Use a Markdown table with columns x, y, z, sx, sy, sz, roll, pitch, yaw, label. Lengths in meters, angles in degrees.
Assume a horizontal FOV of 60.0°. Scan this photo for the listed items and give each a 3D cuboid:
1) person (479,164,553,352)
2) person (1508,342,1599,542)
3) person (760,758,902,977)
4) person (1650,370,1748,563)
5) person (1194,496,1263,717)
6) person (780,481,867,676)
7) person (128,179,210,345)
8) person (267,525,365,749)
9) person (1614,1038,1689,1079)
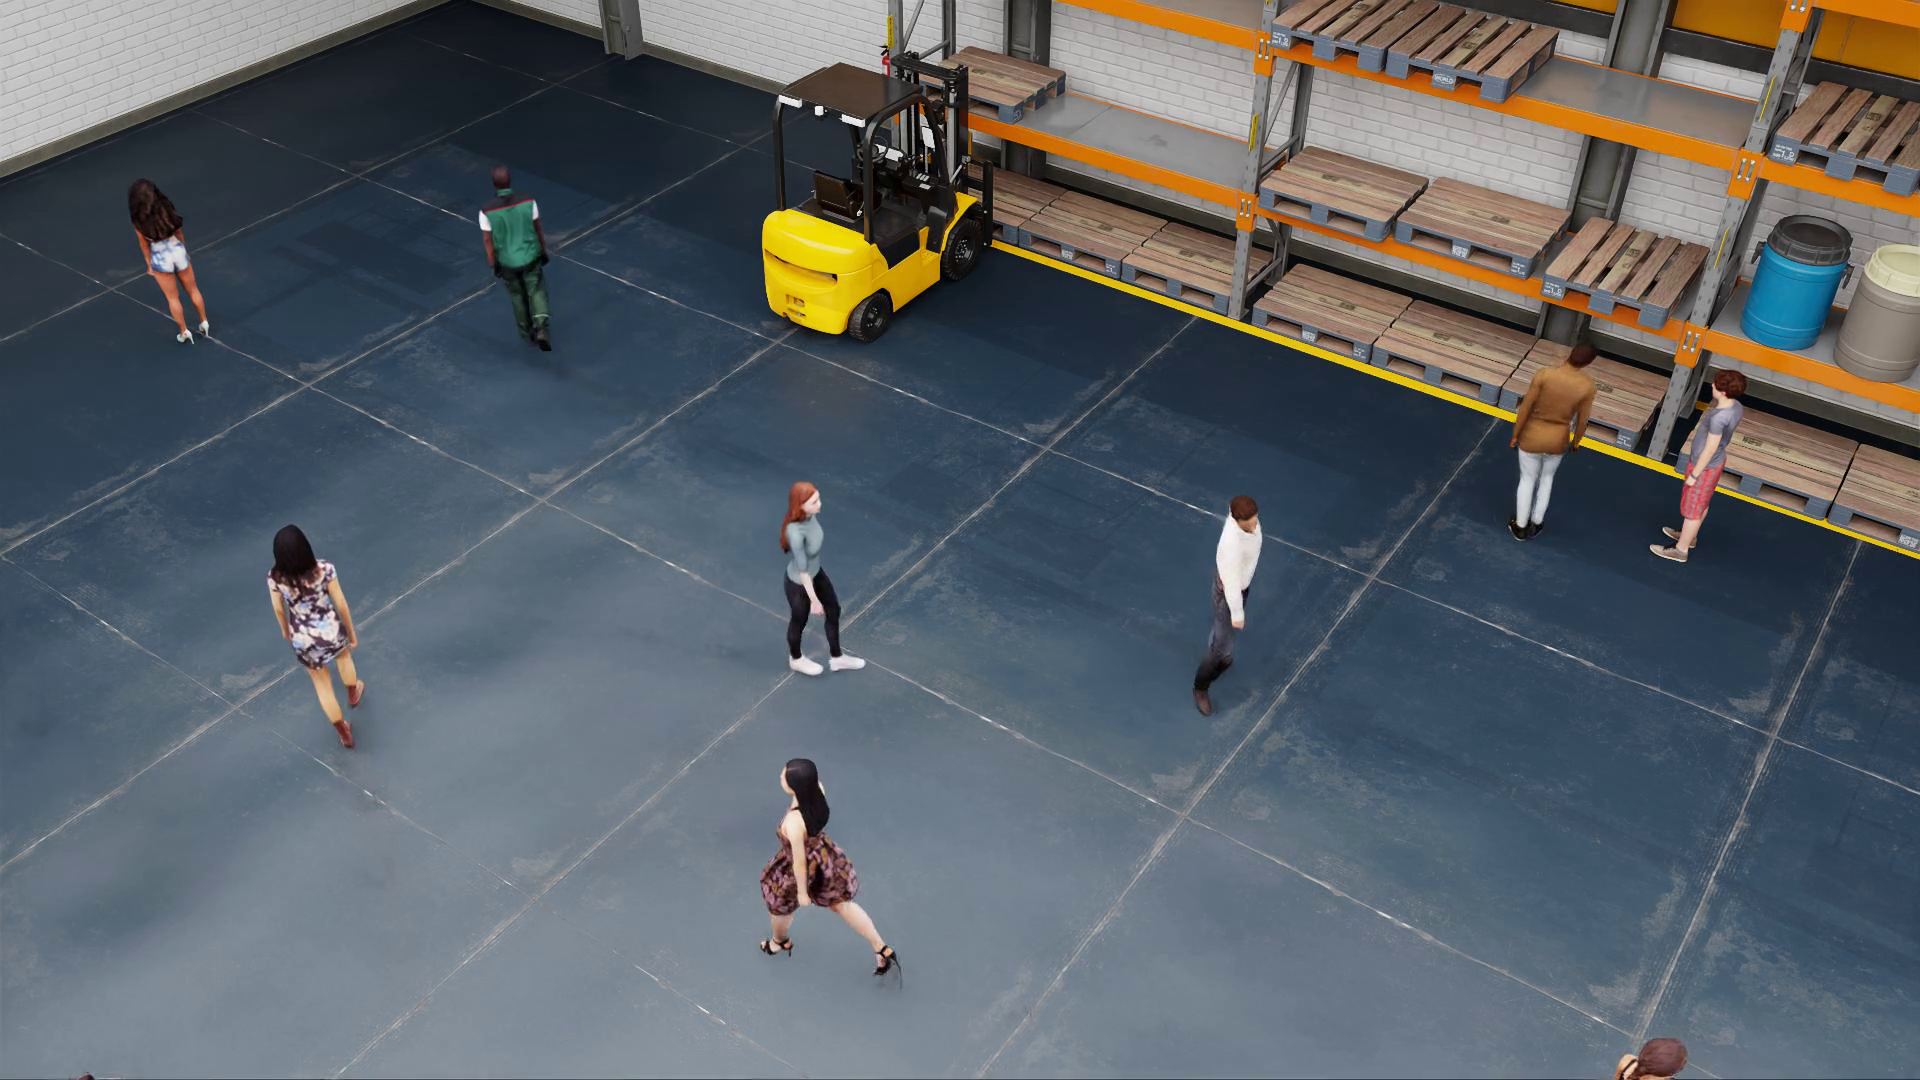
| x | y | z | sx | sy | sz | roll | pitch | yaw | label |
| --- | --- | --- | --- | --- | --- | --- | --- | --- | --- |
| -3.928 | -2.475 | 14.902 | 0.991 | 1.824 | 1.105 | -14 | 41 | -17 | person |
| 4.495 | -0.771 | 12.793 | 0.644 | 1.792 | 0.815 | -1 | 39 | -2 | person |
| -0.777 | 1.905 | 9.484 | 1.203 | 1.740 | 0.829 | 12 | 40 | 15 | person |
| 5.681 | -0.571 | 12.657 | 0.528 | 1.650 | 0.602 | 27 | 46 | 29 | person |
| 1.845 | 0.315 | 11.412 | 0.729 | 1.818 | 0.869 | 1 | 39 | 1 | person |
| -1.148 | 0.284 | 11.524 | 0.897 | 1.728 | 0.791 | 8 | 39 | 9 | person |
| -7.193 | -2.534 | 15.133 | 0.572 | 1.627 | 0.575 | 28 | 47 | 31 | person |
| -4.247 | 0.696 | 11.022 | 0.870 | 1.710 | 0.982 | -15 | 41 | -19 | person |
| 3.238 | 2.985 | 8.302 | 0.921 | 1.528 | 1.030 | -16 | 41 | -19 | person |
